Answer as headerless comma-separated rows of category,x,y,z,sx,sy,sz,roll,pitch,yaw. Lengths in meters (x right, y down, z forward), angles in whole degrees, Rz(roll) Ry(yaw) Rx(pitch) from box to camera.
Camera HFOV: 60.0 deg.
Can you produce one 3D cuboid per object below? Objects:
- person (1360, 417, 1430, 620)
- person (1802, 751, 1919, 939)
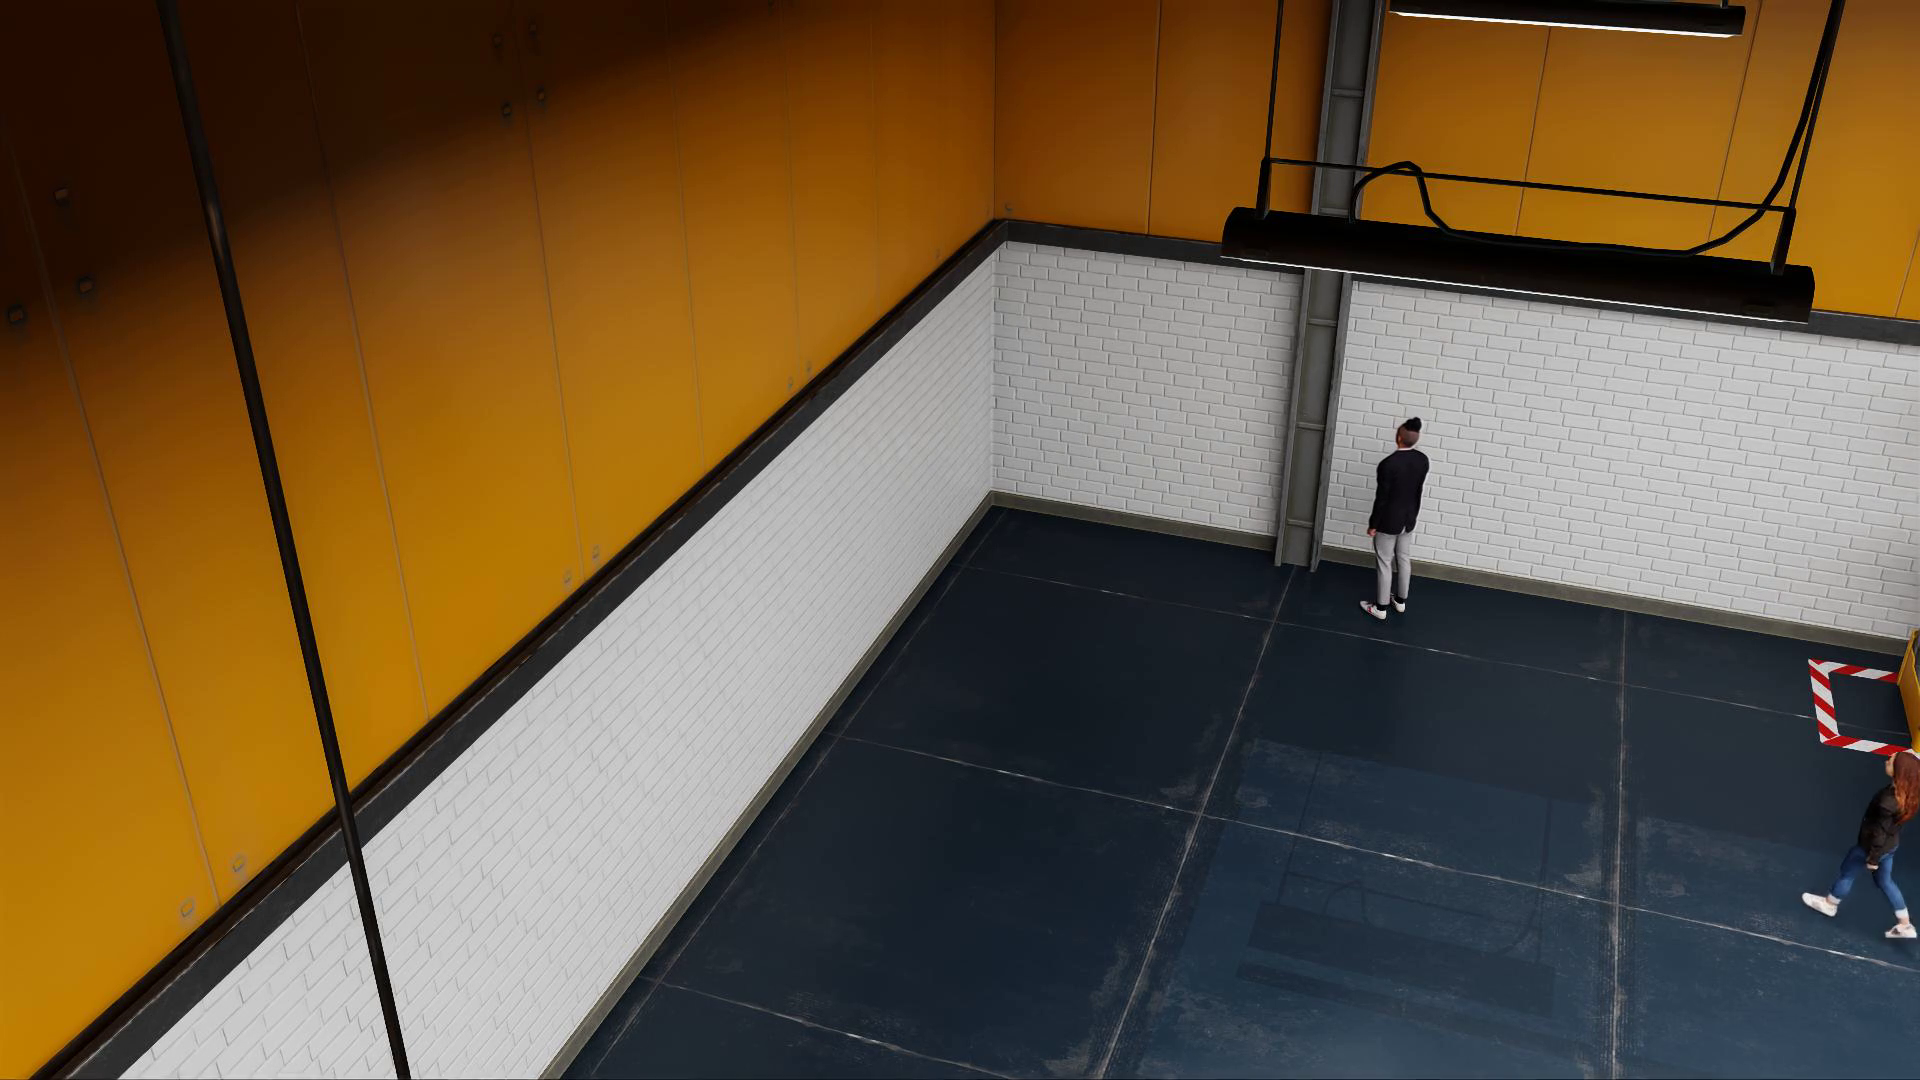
person,3.902,-0.216,14.863,0.788,1.949,0.835,-14,32,-24
person,6.255,2.068,11.191,0.892,1.458,1.052,-20,34,-32
